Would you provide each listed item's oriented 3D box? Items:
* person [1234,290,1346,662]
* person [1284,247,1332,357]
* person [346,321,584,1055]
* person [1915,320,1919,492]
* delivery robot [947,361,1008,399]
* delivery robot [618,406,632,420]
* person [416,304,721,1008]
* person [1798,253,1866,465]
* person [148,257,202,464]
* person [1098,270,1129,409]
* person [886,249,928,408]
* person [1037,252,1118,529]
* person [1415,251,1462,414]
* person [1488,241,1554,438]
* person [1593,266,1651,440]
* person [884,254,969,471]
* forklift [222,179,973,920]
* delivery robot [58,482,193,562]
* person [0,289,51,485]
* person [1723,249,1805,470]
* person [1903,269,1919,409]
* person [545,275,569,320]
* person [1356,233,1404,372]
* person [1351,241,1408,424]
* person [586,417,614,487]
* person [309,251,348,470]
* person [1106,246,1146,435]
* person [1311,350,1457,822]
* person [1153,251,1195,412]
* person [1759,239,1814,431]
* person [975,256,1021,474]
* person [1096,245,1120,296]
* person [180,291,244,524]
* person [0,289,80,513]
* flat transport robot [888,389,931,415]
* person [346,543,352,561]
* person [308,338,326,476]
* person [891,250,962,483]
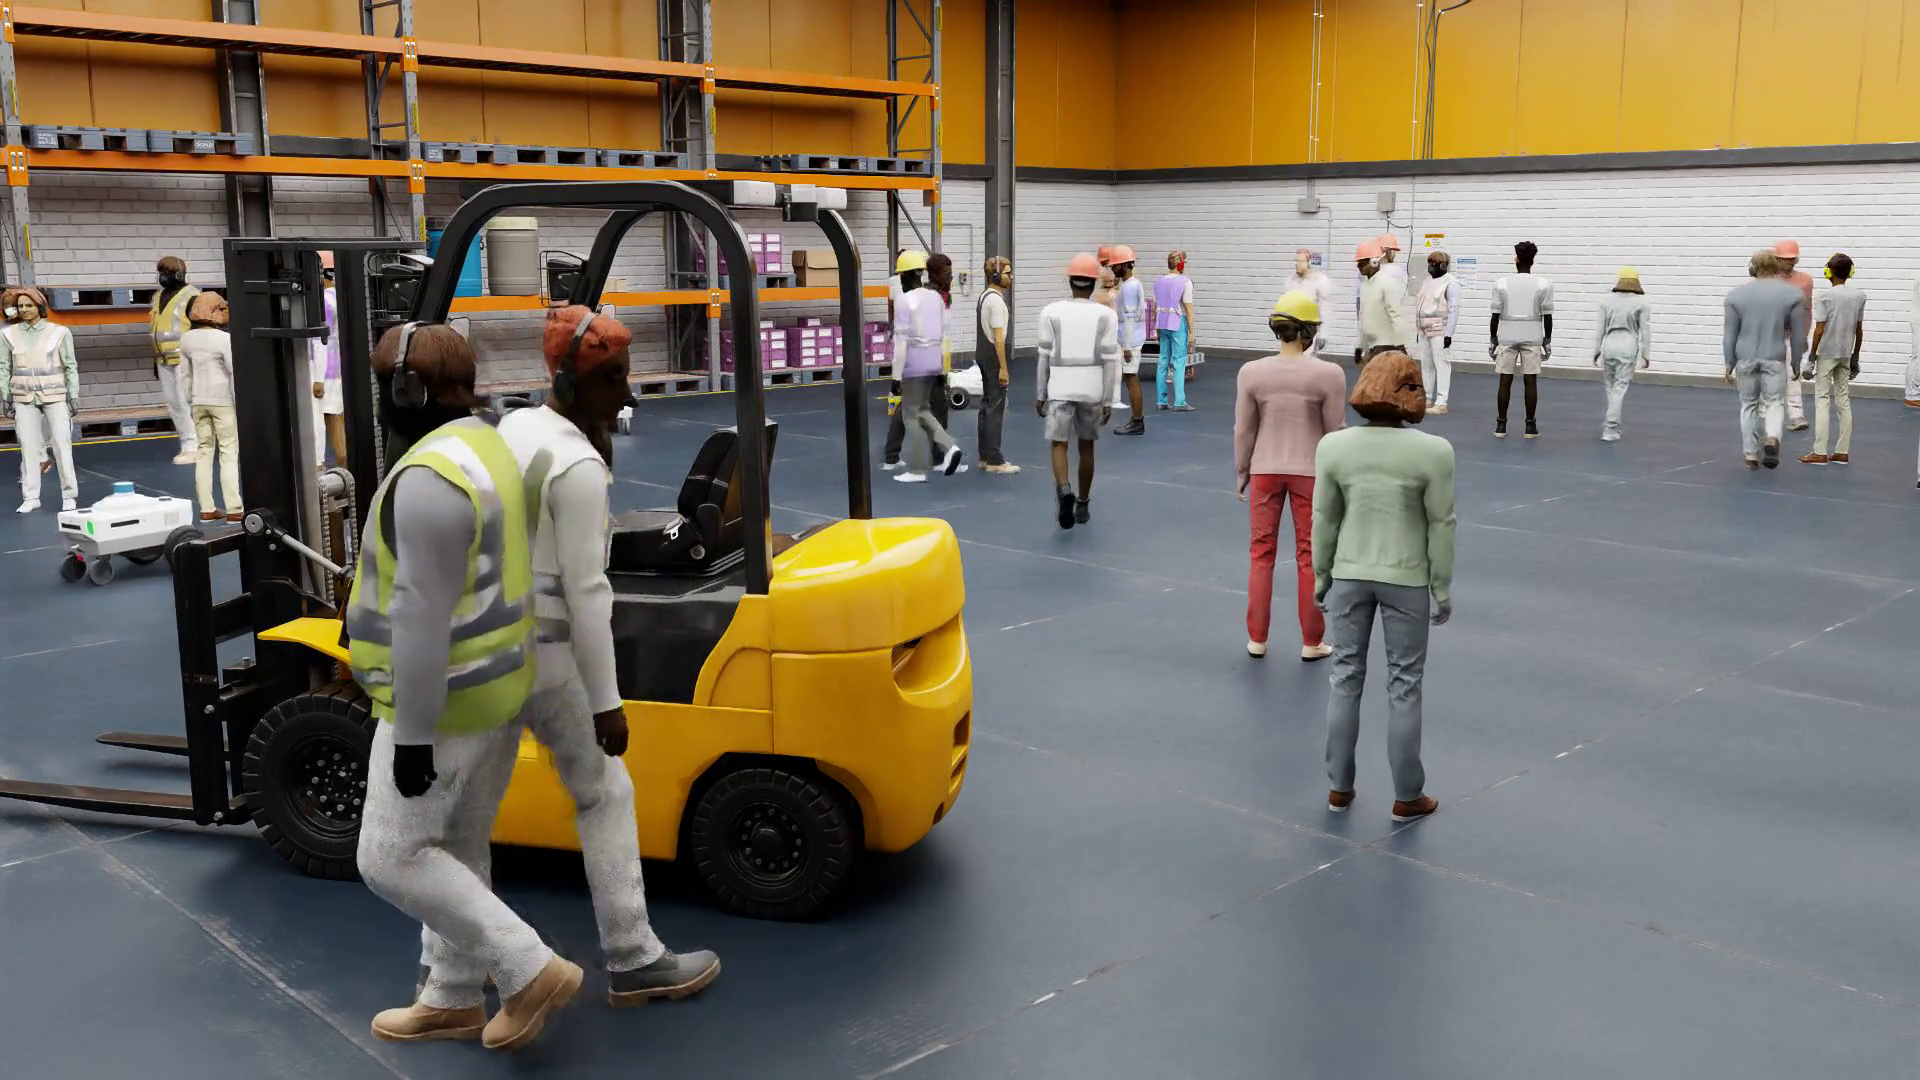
[{"bbox_3d":[1.568,-0.300,7.939,0.526,1.765,0.329,4,11,21],"label":"person"},{"bbox_3d":[3.924,-2.363,18.857,0.646,1.890,0.649,-8,13,-38],"label":"person"},{"bbox_3d":[-1.224,0.390,4.036,0.477,1.825,0.659,0,10,-2],"label":"person"},{"bbox_3d":[7.742,-1.246,12.935,0.403,1.823,0.586,-4,11,-19],"label":"person"},{"bbox_3d":[0.204,-1.854,19.452,0.707,0.478,0.477,0,10,-1],"label":"delivery robot"},{"bbox_3d":[-3.664,-1.367,16.796,0.477,0.478,0.707,9,14,41],"label":"delivery robot"},{"bbox_3d":[-1.052,0.322,4.316,0.769,1.840,0.623,-8,13,-36],"label":"person"},{"bbox_3d":[7.717,-1.593,14.710,0.535,1.865,0.311,-2,11,-11],"label":"person"},{"bbox_3d":[-6.957,-1.589,14.855,0.639,1.855,0.500,6,12,29],"label":"person"},{"bbox_3d":[1.748,-2.351,19.512,0.507,1.618,0.530,-3,11,-14],"label":"person"},{"bbox_3d":[-0.617,-2.468,19.494,0.521,1.863,0.335,4,11,19],"label":"person"},{"bbox_3d":[0.805,-1.017,11.454,0.556,1.914,0.786,1,10,3],"label":"person"},{"bbox_3d":[5.404,-2.359,18.953,0.429,1.845,0.621,-4,11,-21],"label":"person"},{"bbox_3d":[5.616,-2.003,16.663,0.614,1.965,0.361,4,11,22],"label":"person"},{"bbox_3d":[6.598,-1.852,16.526,0.526,1.698,0.700,9,14,40],"label":"person"},{"bbox_3d":[-0.324,-1.507,14.269,0.718,1.876,0.616,-1,10,-8],"label":"person"},{"bbox_3d":[-1.114,-0.058,5.440,2.313,2.155,1.214,2,11,13],"label":"forklift"},{"bbox_3d":[-4.959,-0.102,9.899,0.477,0.478,0.707,6,12,29],"label":"delivery robot"},{"bbox_3d":[-7.770,-1.287,13.807,0.516,1.587,0.864,-1,10,-8],"label":"person"},{"bbox_3d":[6.840,-1.520,14.212,0.650,1.911,0.643,4,11,23],"label":"person"},{"bbox_3d":[11.328,-2.509,19.507,0.372,1.940,0.627,6,12,28],"label":"person"},{"bbox_3d":[-4.158,-2.040,17.445,0.328,1.759,0.524,-10,14,-43],"label":"person"},{"bbox_3d":[4.903,-2.535,19.370,0.394,2.040,0.609,-9,13,-39],"label":"person"},{"bbox_3d":[3.984,-1.885,16.048,0.696,1.956,0.658,-1,10,-8],"label":"person"},{"bbox_3d":[-2.968,-1.257,13.334,0.321,1.696,0.536,-7,12,-32],"label":"person"},{"bbox_3d":[-4.980,-1.330,13.124,0.397,1.930,0.539,0,10,-1],"label":"person"},{"bbox_3d":[1.682,-2.018,16.900,0.421,1.920,0.544,2,11,9],"label":"person"},{"bbox_3d":[1.464,0.160,5.781,0.499,1.632,0.285,7,12,32],"label":"person"},{"bbox_3d":[2.451,-2.394,19.129,0.388,1.846,0.565,-10,14,-43],"label":"person"},{"bbox_3d":[8.514,-2.103,17.189,0.657,1.969,0.789,1,10,7],"label":"person"},{"bbox_3d":[0.311,-1.481,14.155,0.345,1.846,0.506,-2,11,-13],"label":"person"},{"bbox_3d":[2.290,-3.369,24.357,0.691,1.886,0.588,2,11,8],"label":"person"},{"bbox_3d":[-5.225,-0.925,11.700,0.506,1.633,0.279,3,11,18],"label":"person"},{"bbox_3d":[-6.727,-1.014,12.171,0.525,1.639,0.307,-2,11,-13],"label":"person"},{"bbox_3d":[-0.486,-1.588,19.030,0.652,0.197,1.431,0,10,-1],"label":"flat transport robot"},{"bbox_3d":[-3.118,-0.537,9.103,0.590,1.814,0.600,4,11,22],"label":"person"},{"bbox_3d":[-5.557,-1.502,14.010,0.365,1.940,0.636,-2,11,-13],"label":"person"},{"bbox_3d":[-0.314,-1.400,13.549,0.528,1.907,0.616,7,12,32],"label":"person"}]
